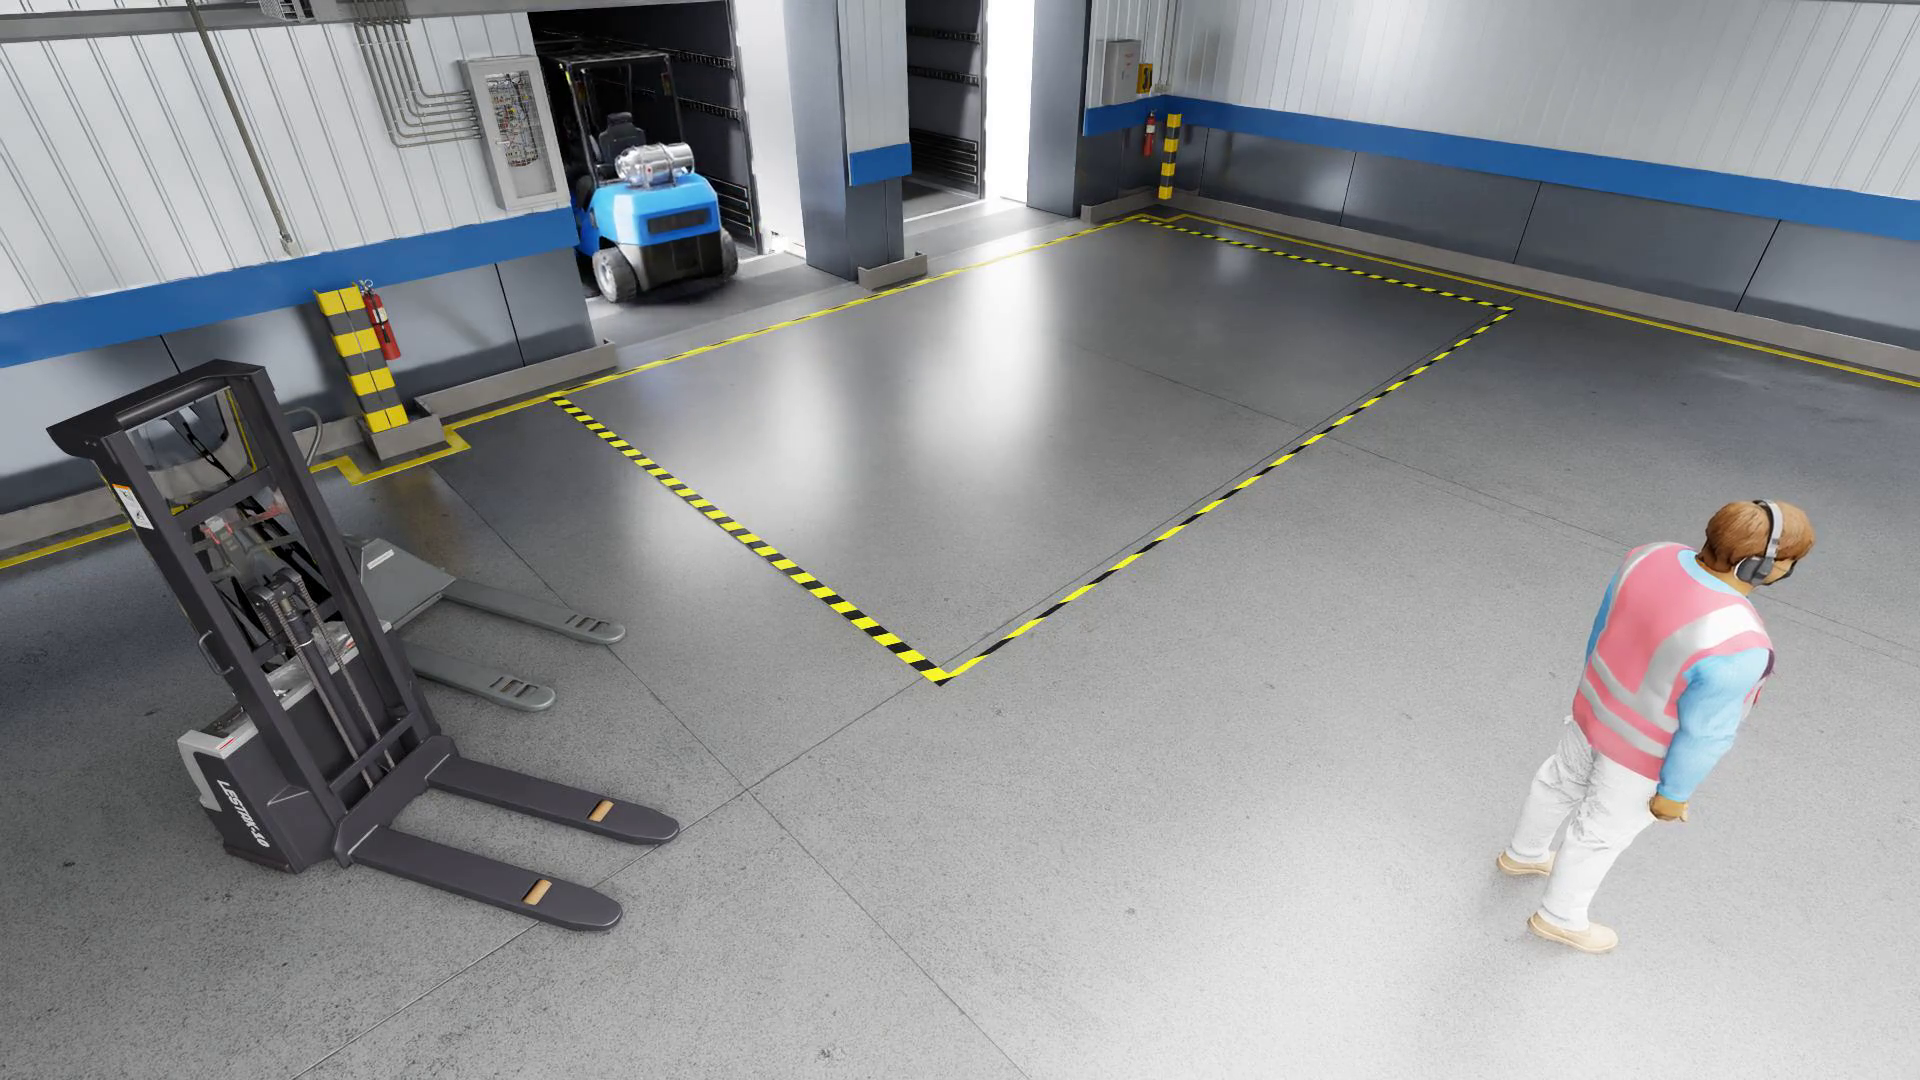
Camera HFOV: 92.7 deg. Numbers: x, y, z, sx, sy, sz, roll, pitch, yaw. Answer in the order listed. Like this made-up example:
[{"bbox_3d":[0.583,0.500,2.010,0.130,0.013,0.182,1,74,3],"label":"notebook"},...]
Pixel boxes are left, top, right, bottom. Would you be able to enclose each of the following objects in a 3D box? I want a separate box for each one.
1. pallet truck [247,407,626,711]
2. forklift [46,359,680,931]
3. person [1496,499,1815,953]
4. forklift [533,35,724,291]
[{"bbox_3d":[-2.628,0.038,4.590,1.601,1.201,0.680,12,36,18],"label":"pallet truck"},{"bbox_3d":[-2.135,0.422,3.354,1.885,1.965,0.823,10,35,14],"label":"forklift"},{"bbox_3d":[2.329,0.659,3.143,0.431,1.844,0.623,4,34,6],"label":"person"},{"bbox_3d":[-3.568,-3.946,9.441,1.157,2.036,2.680,-26,42,-33],"label":"forklift"}]
